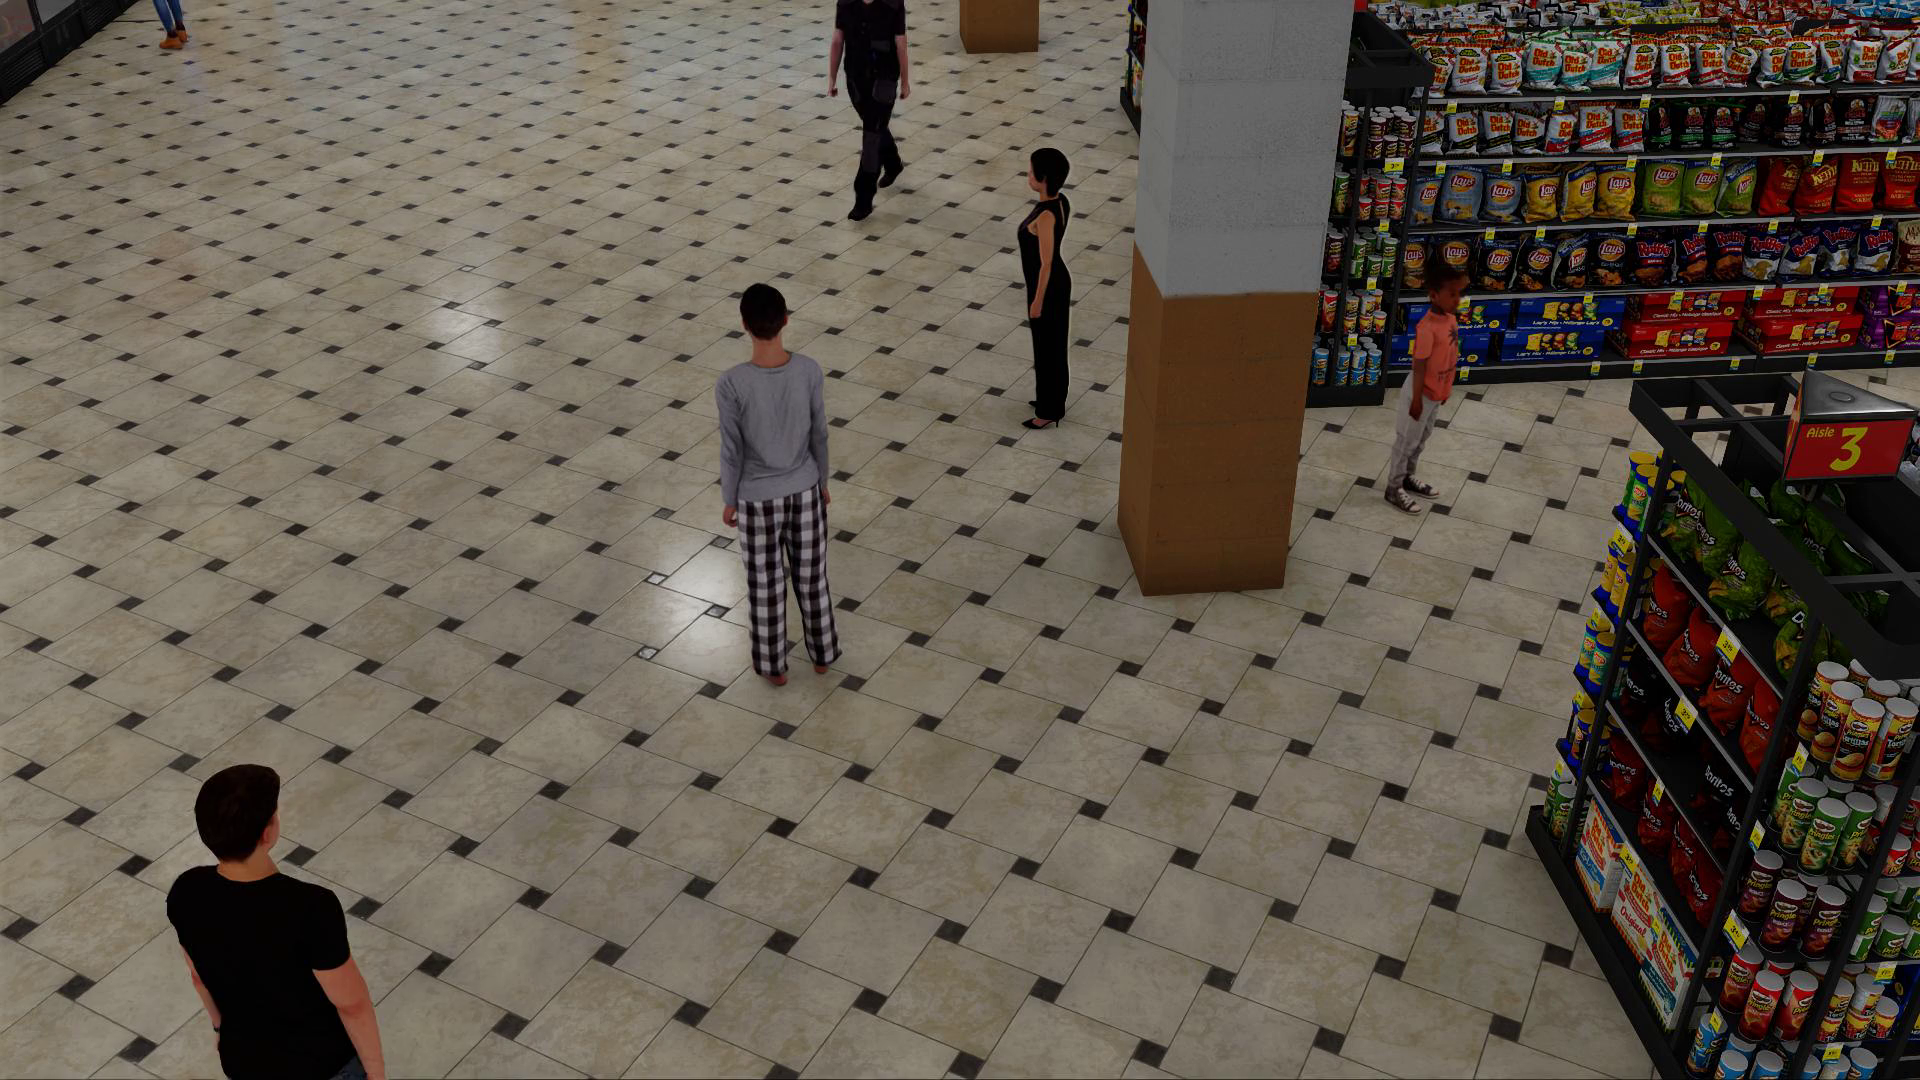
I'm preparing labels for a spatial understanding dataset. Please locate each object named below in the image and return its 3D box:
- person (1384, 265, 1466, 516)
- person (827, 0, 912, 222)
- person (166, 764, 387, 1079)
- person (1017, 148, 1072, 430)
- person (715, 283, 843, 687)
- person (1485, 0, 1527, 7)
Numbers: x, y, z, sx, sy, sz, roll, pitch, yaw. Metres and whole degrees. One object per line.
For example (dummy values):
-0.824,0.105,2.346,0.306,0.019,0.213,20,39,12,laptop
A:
2.375,-0.783,8.496,0.619,1.309,0.557,24,39,33,person
-0.610,-3.352,12.159,1.276,1.800,1.186,14,34,21,person
-1.822,1.438,4.436,0.953,1.827,0.900,3,32,5,person
0.488,-1.374,9.167,0.615,1.603,0.643,7,33,11,person
-0.770,-0.205,7.057,0.595,1.847,0.756,-13,34,-20,person
3.570,-2.979,11.457,0.981,1.908,0.829,-9,33,-14,person
